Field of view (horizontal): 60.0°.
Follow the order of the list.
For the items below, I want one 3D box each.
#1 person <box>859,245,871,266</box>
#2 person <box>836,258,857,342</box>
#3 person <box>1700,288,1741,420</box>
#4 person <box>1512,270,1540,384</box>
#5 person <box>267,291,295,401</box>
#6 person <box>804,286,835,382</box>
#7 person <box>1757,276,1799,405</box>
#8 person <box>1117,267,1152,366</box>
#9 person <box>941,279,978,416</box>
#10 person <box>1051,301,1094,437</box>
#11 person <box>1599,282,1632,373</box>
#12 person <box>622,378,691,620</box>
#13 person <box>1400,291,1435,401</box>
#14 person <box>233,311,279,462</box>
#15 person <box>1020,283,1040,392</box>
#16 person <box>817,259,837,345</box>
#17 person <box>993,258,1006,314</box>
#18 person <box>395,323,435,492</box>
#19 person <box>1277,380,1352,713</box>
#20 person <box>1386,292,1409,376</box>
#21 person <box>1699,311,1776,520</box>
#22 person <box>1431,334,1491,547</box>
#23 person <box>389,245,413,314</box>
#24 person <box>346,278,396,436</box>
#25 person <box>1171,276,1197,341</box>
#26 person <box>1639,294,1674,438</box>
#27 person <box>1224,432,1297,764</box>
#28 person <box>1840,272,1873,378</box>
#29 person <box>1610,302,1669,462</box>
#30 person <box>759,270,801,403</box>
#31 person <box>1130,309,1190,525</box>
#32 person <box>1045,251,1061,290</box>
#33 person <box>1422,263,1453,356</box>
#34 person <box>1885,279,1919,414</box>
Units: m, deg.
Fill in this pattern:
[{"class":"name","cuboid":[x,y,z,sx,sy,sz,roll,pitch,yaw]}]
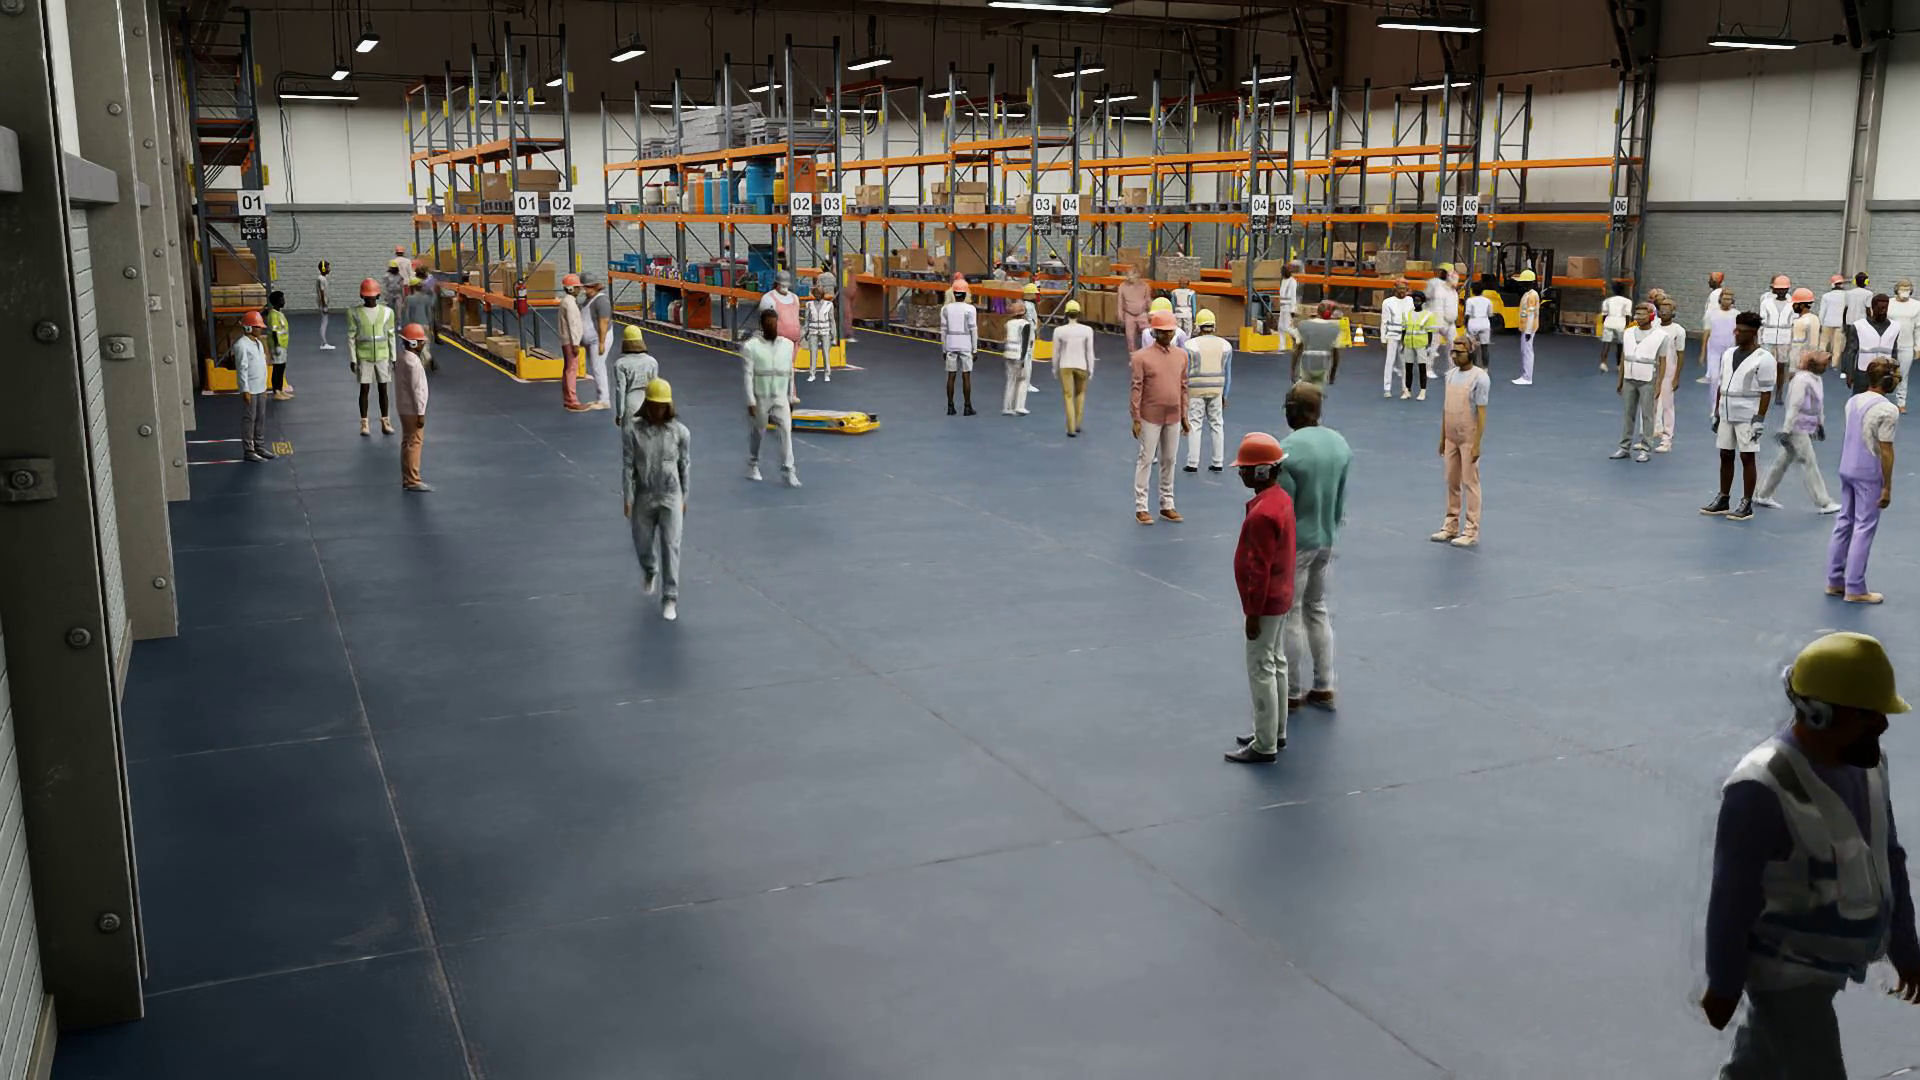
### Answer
[{"class":"person","cuboid":[-3.024,-8.387,52.437,0.363,1.930,0.588,4,12,21]},{"class":"person","cuboid":[-2.571,-5.364,37.240,0.703,1.874,0.651,8,14,34]},{"class":"person","cuboid":[10.689,-2.605,23.300,0.550,1.833,0.516,4,12,21]},{"class":"person","cuboid":[9.537,-3.571,28.001,0.390,1.922,0.589,2,11,11]},{"class":"person","cuboid":[-10.503,-2.991,25.629,0.320,1.690,0.538,-2,11,-9]},{"class":"person","cuboid":[-2.404,-3.524,28.468,0.523,1.636,0.311,1,11,5]},{"class":"person","cuboid":[12.293,-2.999,25.033,0.543,1.940,0.361,5,12,24]},{"class":"person","cuboid":[3.302,-4.196,31.320,0.719,1.863,0.421,-1,11,-7]},{"class":"person","cuboid":[-0.002,-2.737,23.703,0.545,1.938,0.361,4,12,18]},{"class":"person","cuboid":[1.447,-2.233,21.628,0.541,1.733,0.807,-1,11,-4]},{"class":"person","cuboid":[11.821,-3.838,30.041,0.539,1.650,0.910,8,14,37]},{"class":"person","cuboid":[-2.165,-0.317,11.942,0.489,1.724,0.556,-1,11,-6]},{"class":"person","cuboid":[7.032,-2.987,25.608,0.533,1.694,0.319,9,14,39]},{"class":"person","cuboid":[-8.194,-1.782,19.346,0.351,1.743,0.563,0,11,2]},{"class":"person","cuboid":[1.139,-3.281,26.962,0.298,1.743,0.493,-1,11,-3]},{"class":"person","cuboid":[-2.923,-5.199,36.398,0.538,1.866,0.313,-9,14,-38]},{"class":"person","cuboid":[0.933,-6.211,41.832,0.341,1.747,0.570,8,13,34]},{"class":"person","cuboid":[-5.648,-1.369,17.258,0.357,1.744,0.557,-7,13,-33]},{"class":"person","cuboid":[1.989,0.058,9.554,0.644,1.936,0.474,-8,14,-36]},{"class":"person","cuboid":[7.833,-3.723,29.597,0.497,1.589,0.826,-3,12,-17]},{"class":"person","cuboid":[7.353,-1.175,15.691,0.367,1.966,0.607,-4,12,-21]},{"class":"person","cuboid":[4.364,-0.867,14.456,0.339,1.839,0.504,-5,12,-25]},{"class":"person","cuboid":[-15.089,-6.954,44.983,0.612,1.997,0.375,-2,11,-10]},{"class":"person","cuboid":[-7.625,-2.376,21.626,0.605,2.033,0.392,-6,13,-29]},{"class":"person","cuboid":[4.413,-4.389,32.859,0.522,1.640,0.306,5,12,23]},{"class":"person","cuboid":[8.979,-2.228,21.351,0.345,1.847,0.508,-2,11,-11]},{"class":"person","cuboid":[1.575,0.301,8.762,0.354,1.743,0.573,4,12,21]},{"class":"person","cuboid":[15.600,-3.723,28.921,0.335,1.860,0.508,-7,13,-31]},{"class":"person","cuboid":[7.924,-1.833,19.336,0.388,1.847,0.563,-8,14,-36]},{"class":"person","cuboid":[-2.655,-3.068,25.125,0.683,2.000,0.536,-10,15,-41]},{"class":"person","cuboid":[1.868,-1.142,15.449,0.626,1.992,0.387,-5,12,-25]},{"class":"person","cuboid":[2.755,-7.687,49.297,0.526,1.769,0.329,4,12,18]},{"class":"person","cuboid":[9.625,-4.627,33.449,0.618,1.879,0.503,-4,12,-18]},{"class":"person","cuboid":[13.489,-2.779,23.931,0.627,1.933,0.369,4,12,19]}]
